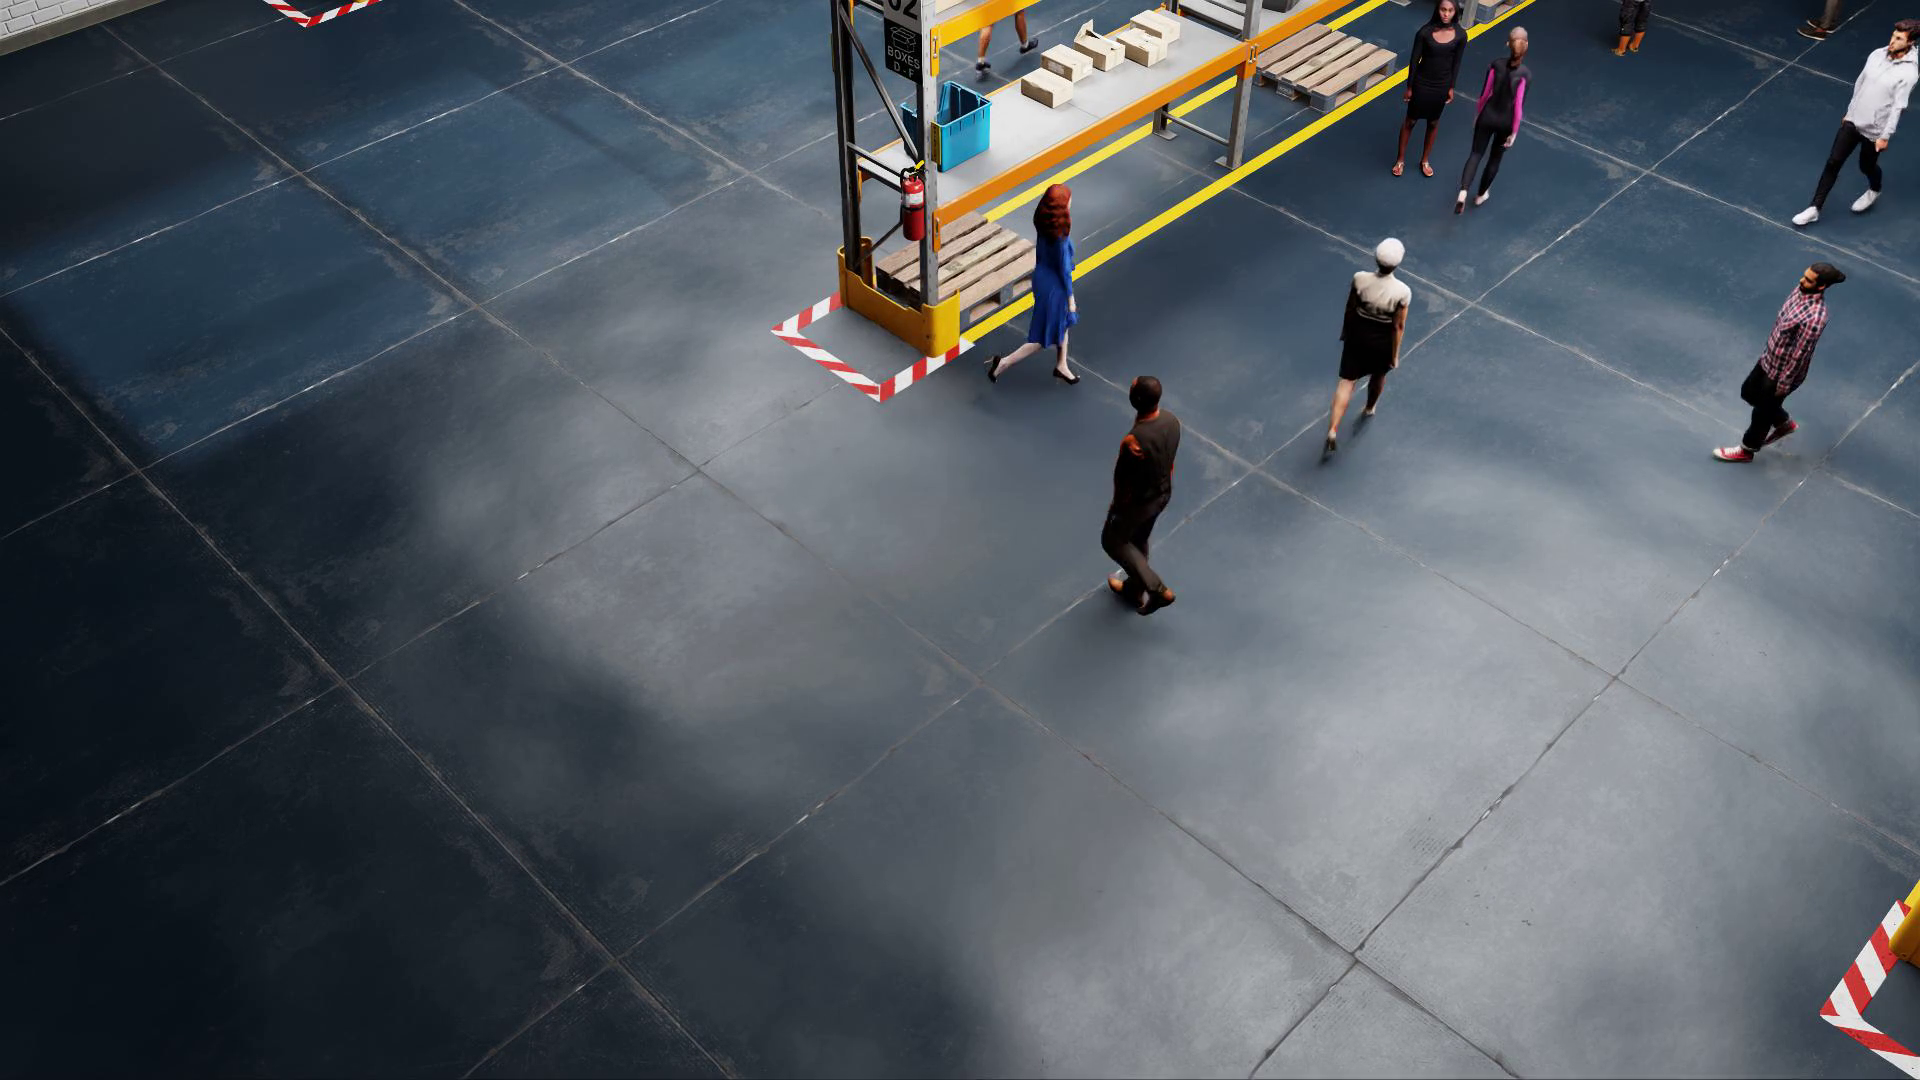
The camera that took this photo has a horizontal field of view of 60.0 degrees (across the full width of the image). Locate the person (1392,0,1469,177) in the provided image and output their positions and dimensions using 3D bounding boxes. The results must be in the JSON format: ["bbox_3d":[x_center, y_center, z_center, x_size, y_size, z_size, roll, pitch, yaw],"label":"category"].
[{"bbox_3d":[4.272,-4.121,15.096,0.678,1.721,0.721,3,44,3],"label":"person"}]

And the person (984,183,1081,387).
[{"bbox_3d":[0.609,-1.849,12.654,1.127,1.799,0.954,-9,44,-10],"label":"person"}]

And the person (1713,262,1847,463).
[{"bbox_3d":[6.050,-1.269,12.081,0.980,1.749,0.927,4,44,5],"label":"person"}]

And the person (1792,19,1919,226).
[{"bbox_3d":[7.968,-3.624,14.450,1.292,1.893,0.938,-20,47,-20],"label":"person"}]

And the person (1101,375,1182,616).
[{"bbox_3d":[1.267,-0.211,10.868,0.759,1.891,0.762,32,52,29],"label":"person"}]

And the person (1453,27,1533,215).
[{"bbox_3d":[4.668,-3.600,14.549,0.708,1.721,0.990,22,48,22],"label":"person"}]

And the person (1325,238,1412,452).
[{"bbox_3d":[2.973,-1.389,12.227,0.839,1.722,1.147,21,47,21],"label":"person"}]

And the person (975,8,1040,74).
[{"bbox_3d":[0.377,-5.457,16.492,0.742,1.730,1.183,29,51,27],"label":"person"}]

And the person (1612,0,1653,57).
[{"bbox_3d":[6.939,-5.658,16.902,0.545,1.454,0.701,-17,46,-17],"label":"person"}]
